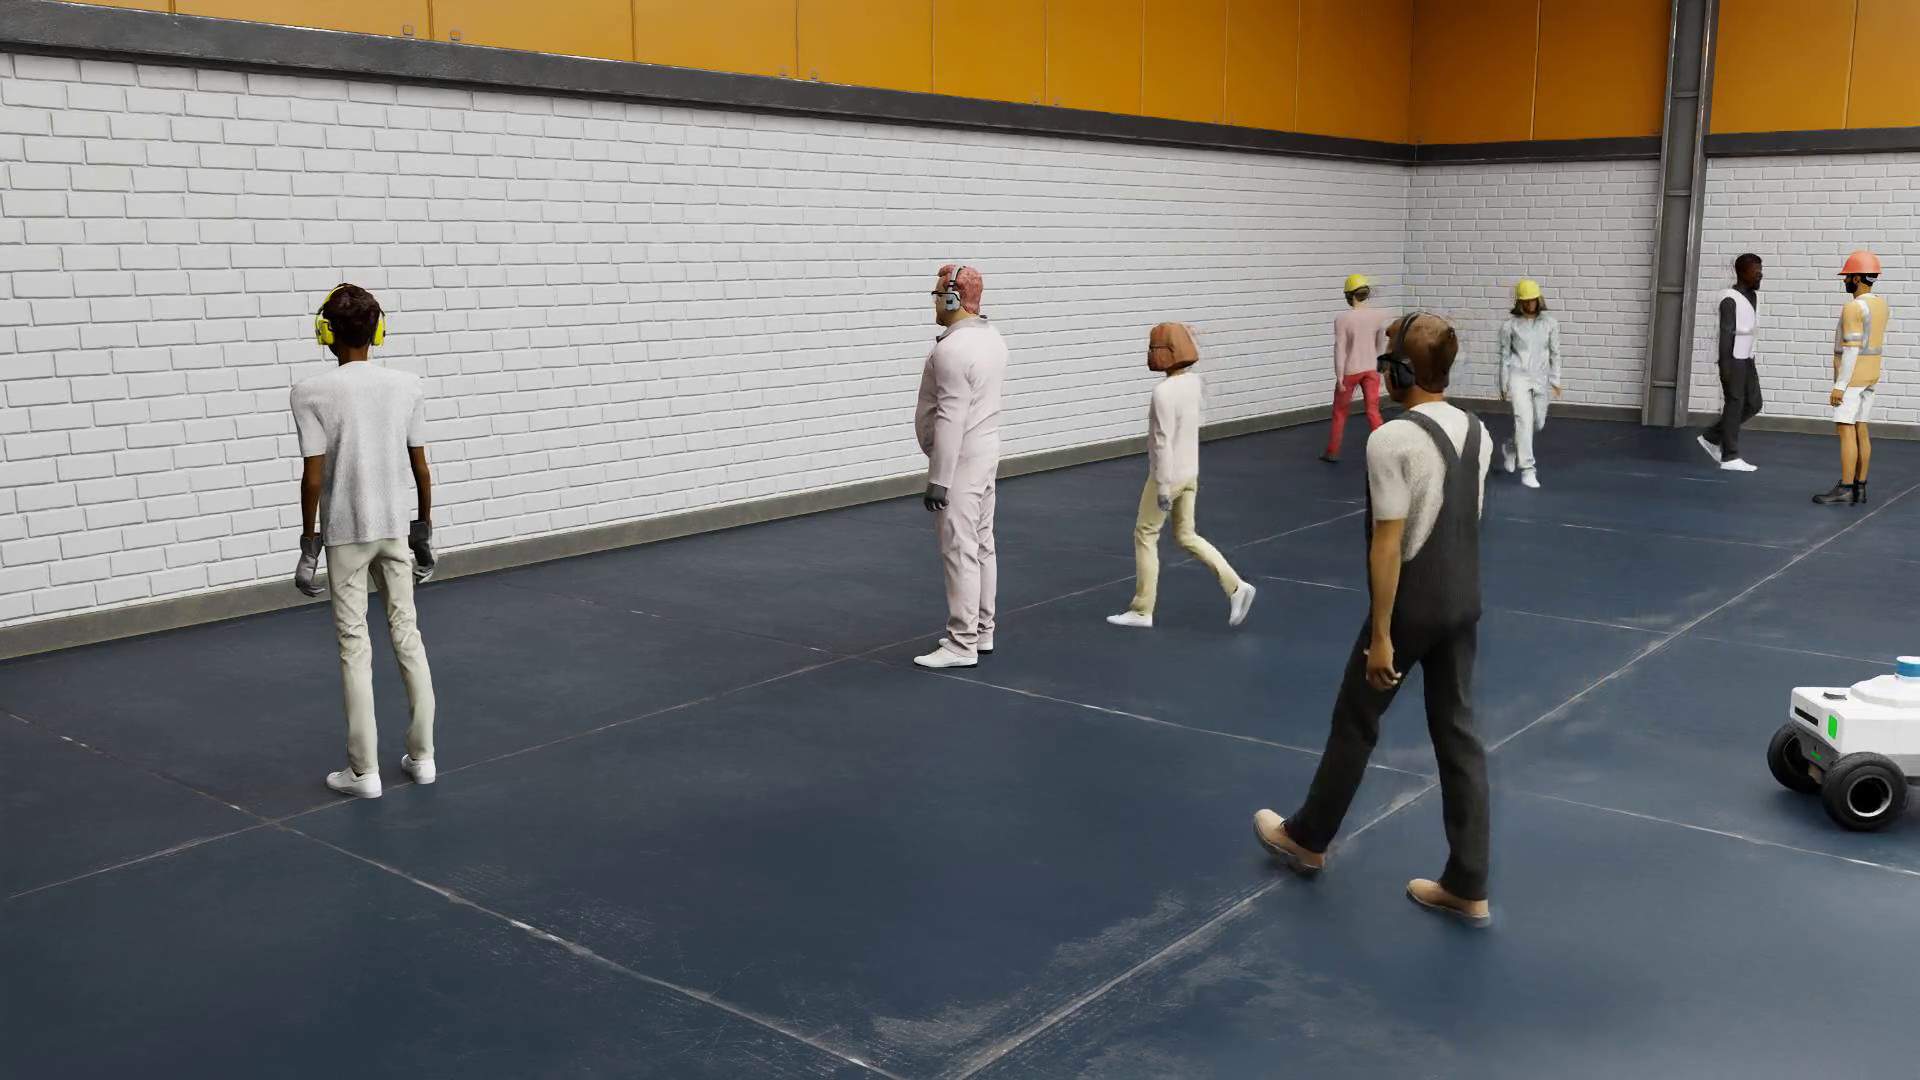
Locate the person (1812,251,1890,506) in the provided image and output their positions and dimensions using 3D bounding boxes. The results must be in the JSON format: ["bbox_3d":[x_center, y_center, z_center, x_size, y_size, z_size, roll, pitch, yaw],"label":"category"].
[{"bbox_3d":[6.814,-1.227,12.713,0.551,1.936,0.357,-8,13,-39],"label":"person"}]

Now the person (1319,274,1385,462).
[{"bbox_3d":[3.567,-1.514,14.893,0.530,1.727,0.865,-2,10,-12],"label":"person"}]

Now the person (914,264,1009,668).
[{"bbox_3d":[-0.012,-0.346,7.918,0.410,1.909,0.643,4,11,19],"label":"person"}]

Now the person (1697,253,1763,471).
[{"bbox_3d":[6.840,-1.563,14.654,0.611,1.908,0.460,-10,14,-43],"label":"person"}]

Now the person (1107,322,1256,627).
[{"bbox_3d":[1.150,-0.319,8.585,0.704,1.608,0.502,7,12,32],"label":"person"}]

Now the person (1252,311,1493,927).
[{"bbox_3d":[1.309,0.215,5.087,0.532,1.804,0.905,-6,12,-32],"label":"person"}]

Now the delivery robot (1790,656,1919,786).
[{"bbox_3d":[3.338,0.654,5.863,0.707,0.478,0.477,0,10,2],"label":"delivery robot"}]

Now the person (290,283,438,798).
[{"bbox_3d":[-2.170,0.006,6.073,0.534,1.868,0.310,-10,14,-43],"label":"person"}]

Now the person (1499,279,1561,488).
[{"bbox_3d":[4.714,-1.327,13.911,0.493,1.711,0.766,-1,10,-7],"label":"person"}]
